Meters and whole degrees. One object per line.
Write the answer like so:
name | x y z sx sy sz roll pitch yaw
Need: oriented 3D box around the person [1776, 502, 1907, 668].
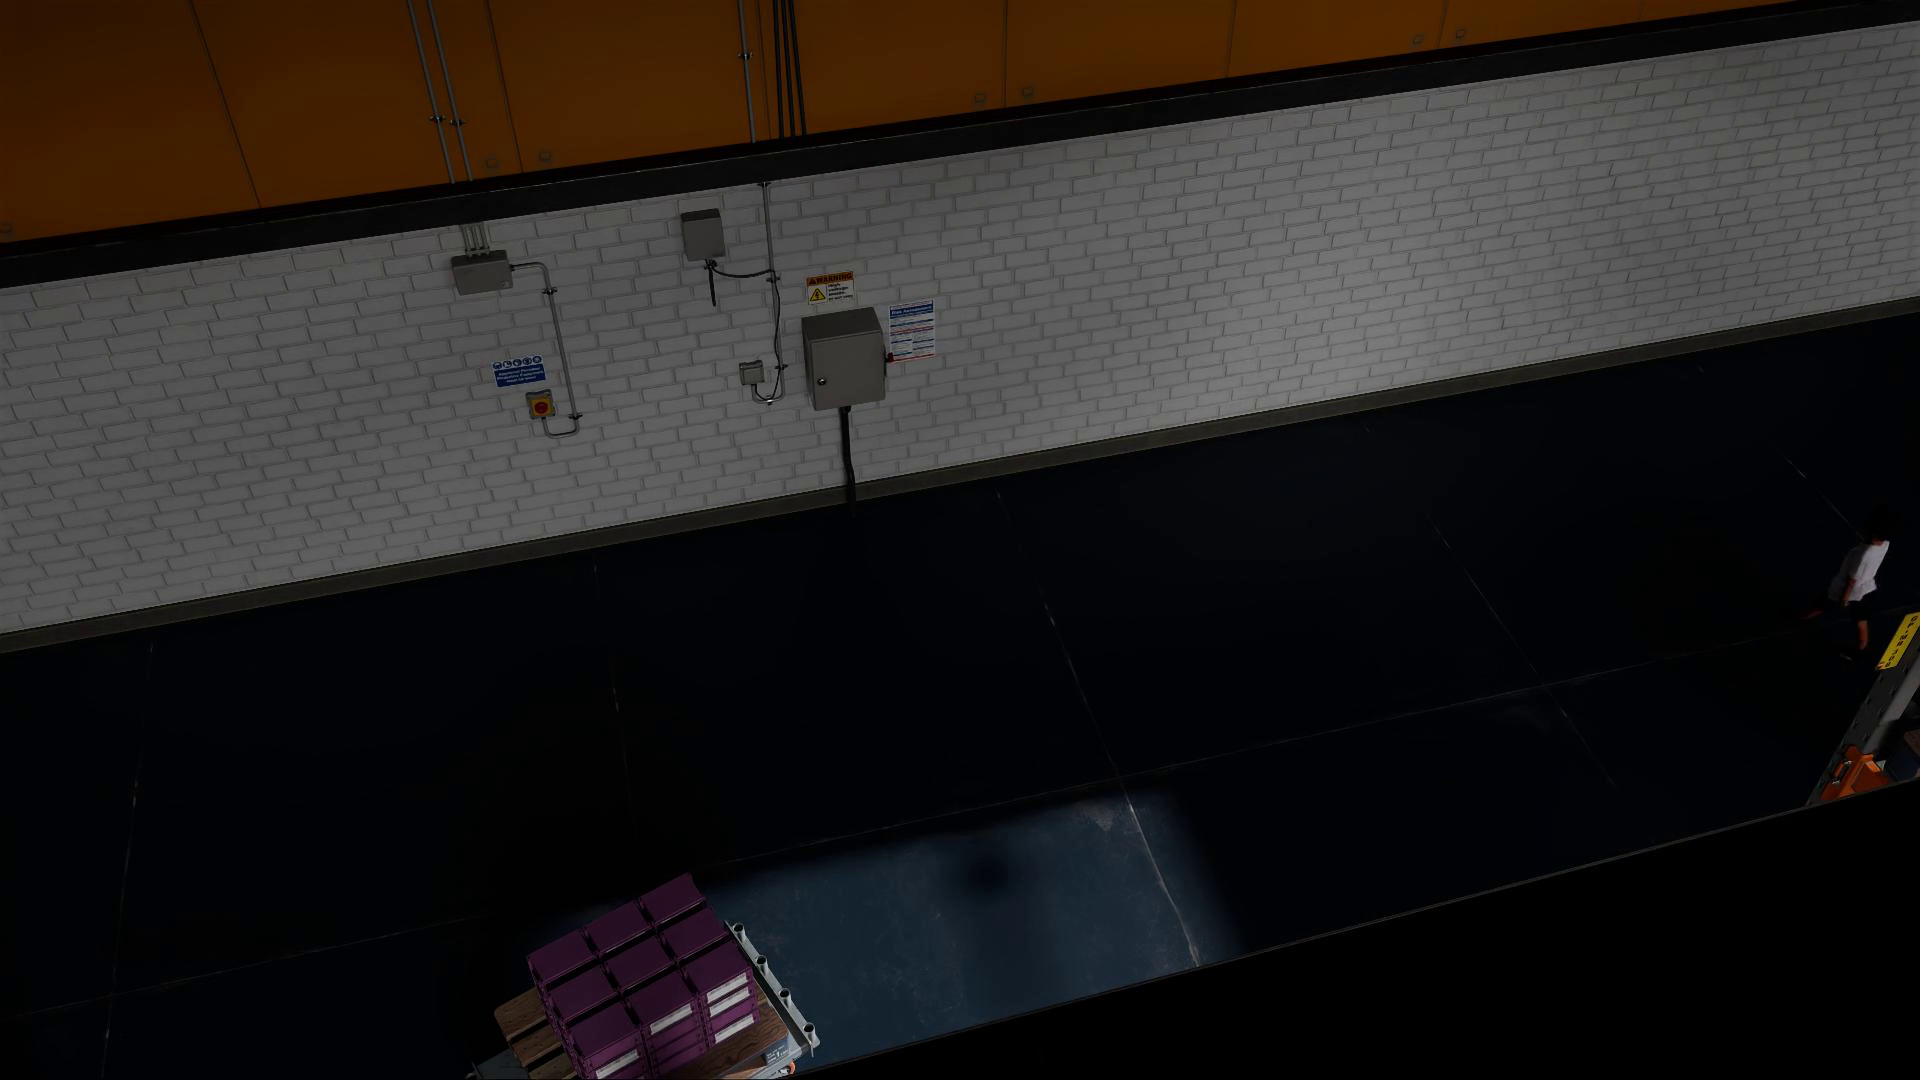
person | 5.905 0.319 10.862 0.664 1.227 0.946 -22 48 -22
